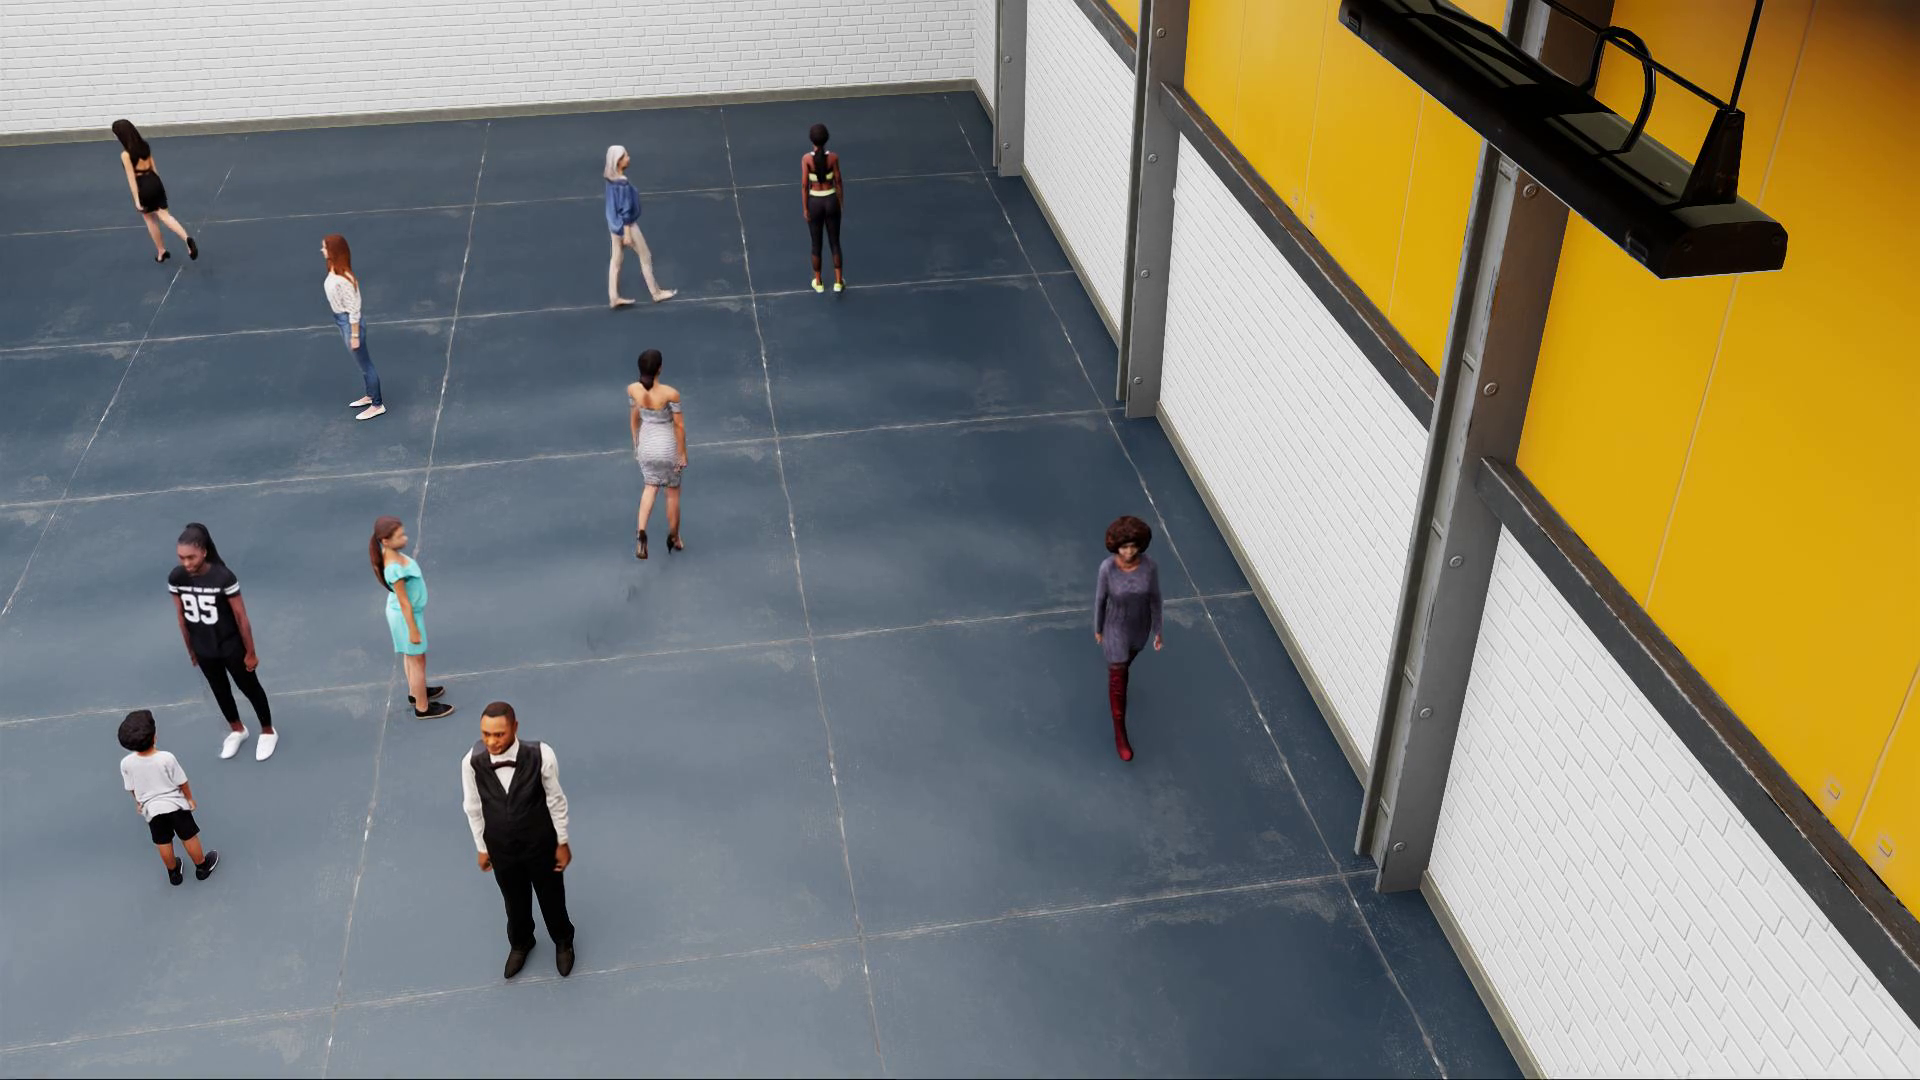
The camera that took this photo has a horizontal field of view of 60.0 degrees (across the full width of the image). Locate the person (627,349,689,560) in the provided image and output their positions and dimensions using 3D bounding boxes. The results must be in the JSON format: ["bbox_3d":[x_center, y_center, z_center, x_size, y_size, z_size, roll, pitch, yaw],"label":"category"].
[{"bbox_3d":[-2.332,-0.595,12.690,0.794,1.811,0.921,10,35,14],"label":"person"}]

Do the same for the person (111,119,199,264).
[{"bbox_3d":[-8.402,-3.605,17.387,0.936,1.624,0.959,14,36,19],"label":"person"}]

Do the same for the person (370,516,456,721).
[{"bbox_3d":[-3.740,0.513,11.252,0.659,1.558,0.539,-14,36,-20],"label":"person"}]

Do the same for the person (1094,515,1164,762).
[{"bbox_3d":[1.100,0.552,11.091,0.586,1.670,1.067,-6,34,-9],"label":"person"}]

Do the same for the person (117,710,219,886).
[{"bbox_3d":[-4.777,1.550,9.960,0.478,1.260,0.472,-6,34,-9],"label":"person"}]

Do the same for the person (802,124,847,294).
[{"bbox_3d":[-1.389,-3.366,16.911,0.560,1.753,0.490,-5,34,-8],"label":"person"}]

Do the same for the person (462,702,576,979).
[{"bbox_3d":[-2.420,1.645,9.224,0.720,1.917,0.616,-2,34,-3],"label":"person"}]

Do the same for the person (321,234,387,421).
[{"bbox_3d":[-5.377,-1.907,14.738,0.684,1.728,0.531,-15,36,-21],"label":"person"}]

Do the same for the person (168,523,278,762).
[{"bbox_3d":[-4.837,0.663,10.869,0.683,1.731,0.655,2,34,2],"label":"person"}]

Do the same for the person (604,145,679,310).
[{"bbox_3d":[-3.420,-3.075,16.546,0.892,1.672,0.953,-19,38,-26],"label":"person"}]
